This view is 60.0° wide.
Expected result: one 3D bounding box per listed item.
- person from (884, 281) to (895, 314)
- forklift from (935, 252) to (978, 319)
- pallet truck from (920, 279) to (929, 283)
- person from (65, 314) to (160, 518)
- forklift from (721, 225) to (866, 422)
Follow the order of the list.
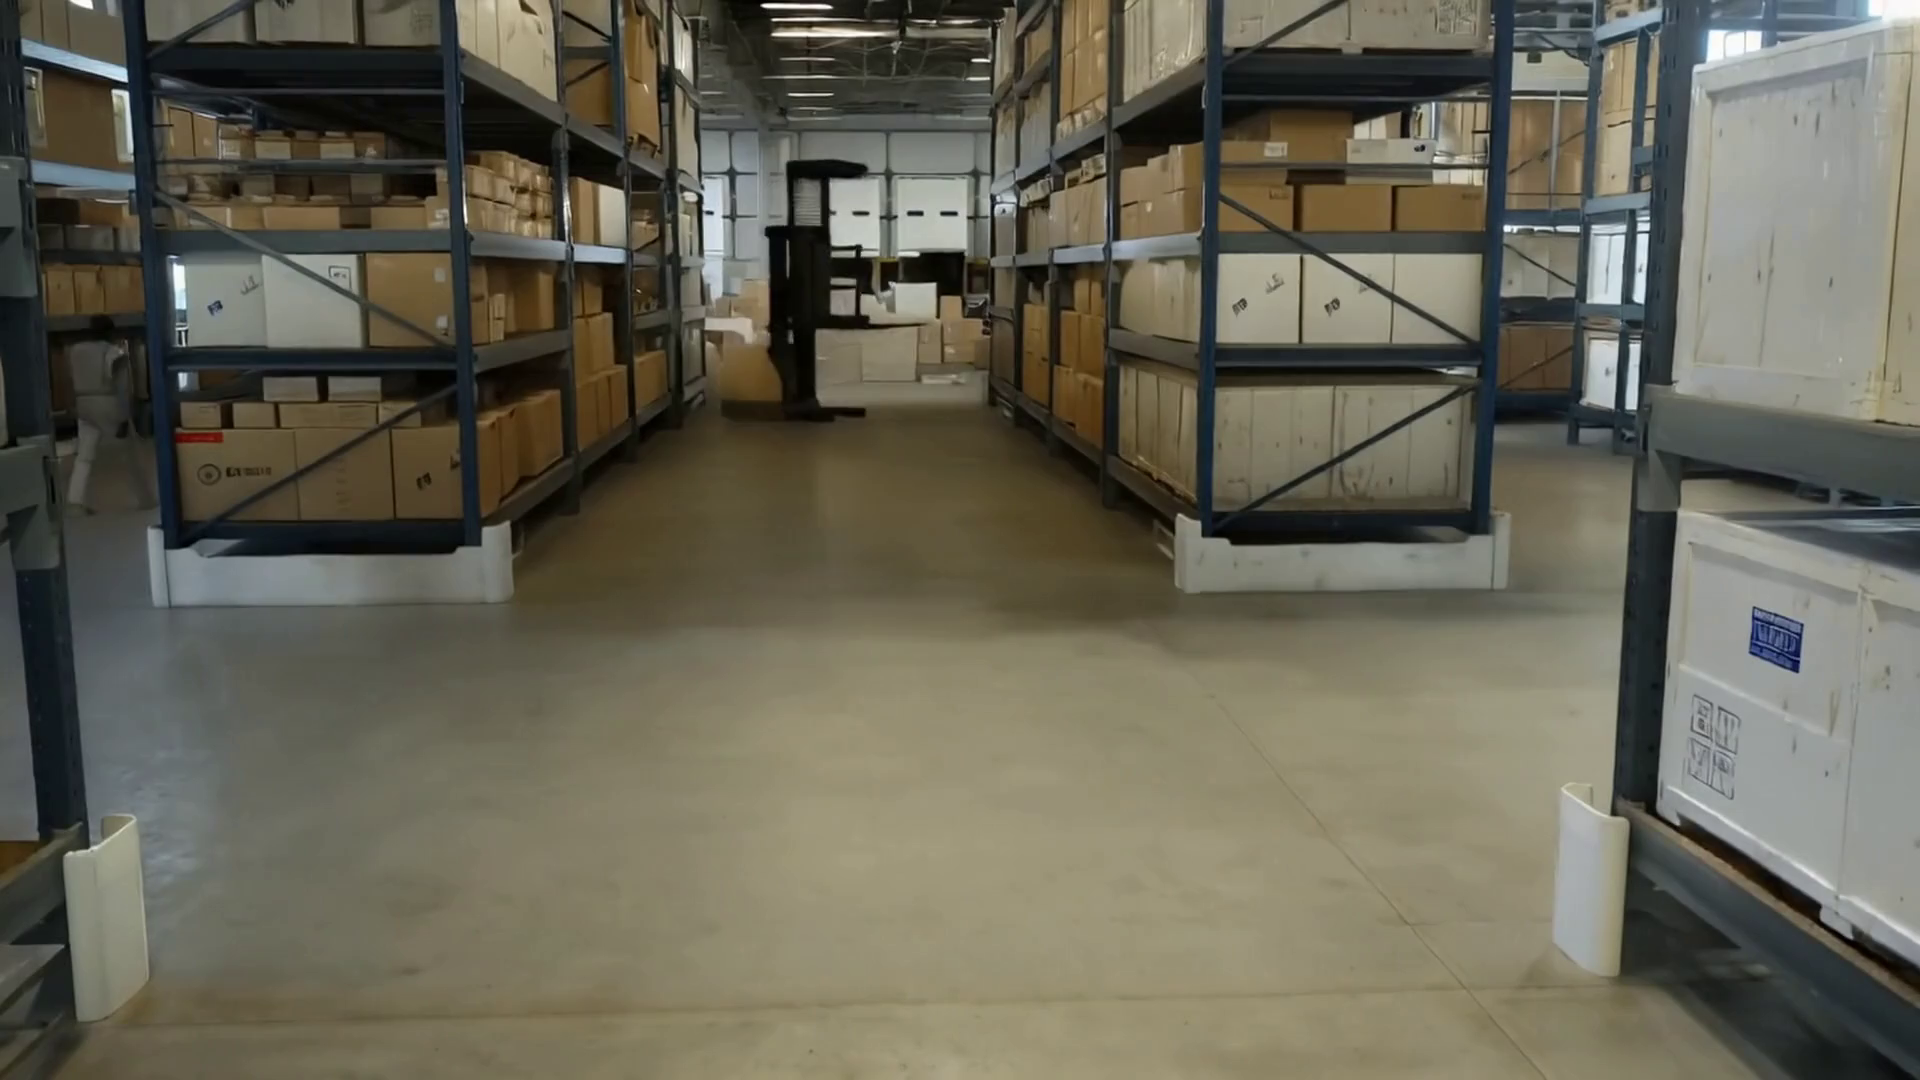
[{"bbox_3d":[-2.079,-7.094,51.846,0.637,1.932,0.363,2,9,15],"label":"person"},{"bbox_3d":[-0.304,-7.584,51.949,1.129,2.768,1.873,-5,10,-30],"label":"forklift"},{"bbox_3d":[-0.932,-8.922,63.114,1.885,1.965,0.823,2,9,13],"label":"pallet truck"},{"bbox_3d":[-7.570,-1.095,14.680,0.615,1.789,0.966,2,9,10],"label":"person"},{"bbox_3d":[-2.463,-3.161,24.177,1.873,2.768,1.129,4,10,23],"label":"forklift"}]
